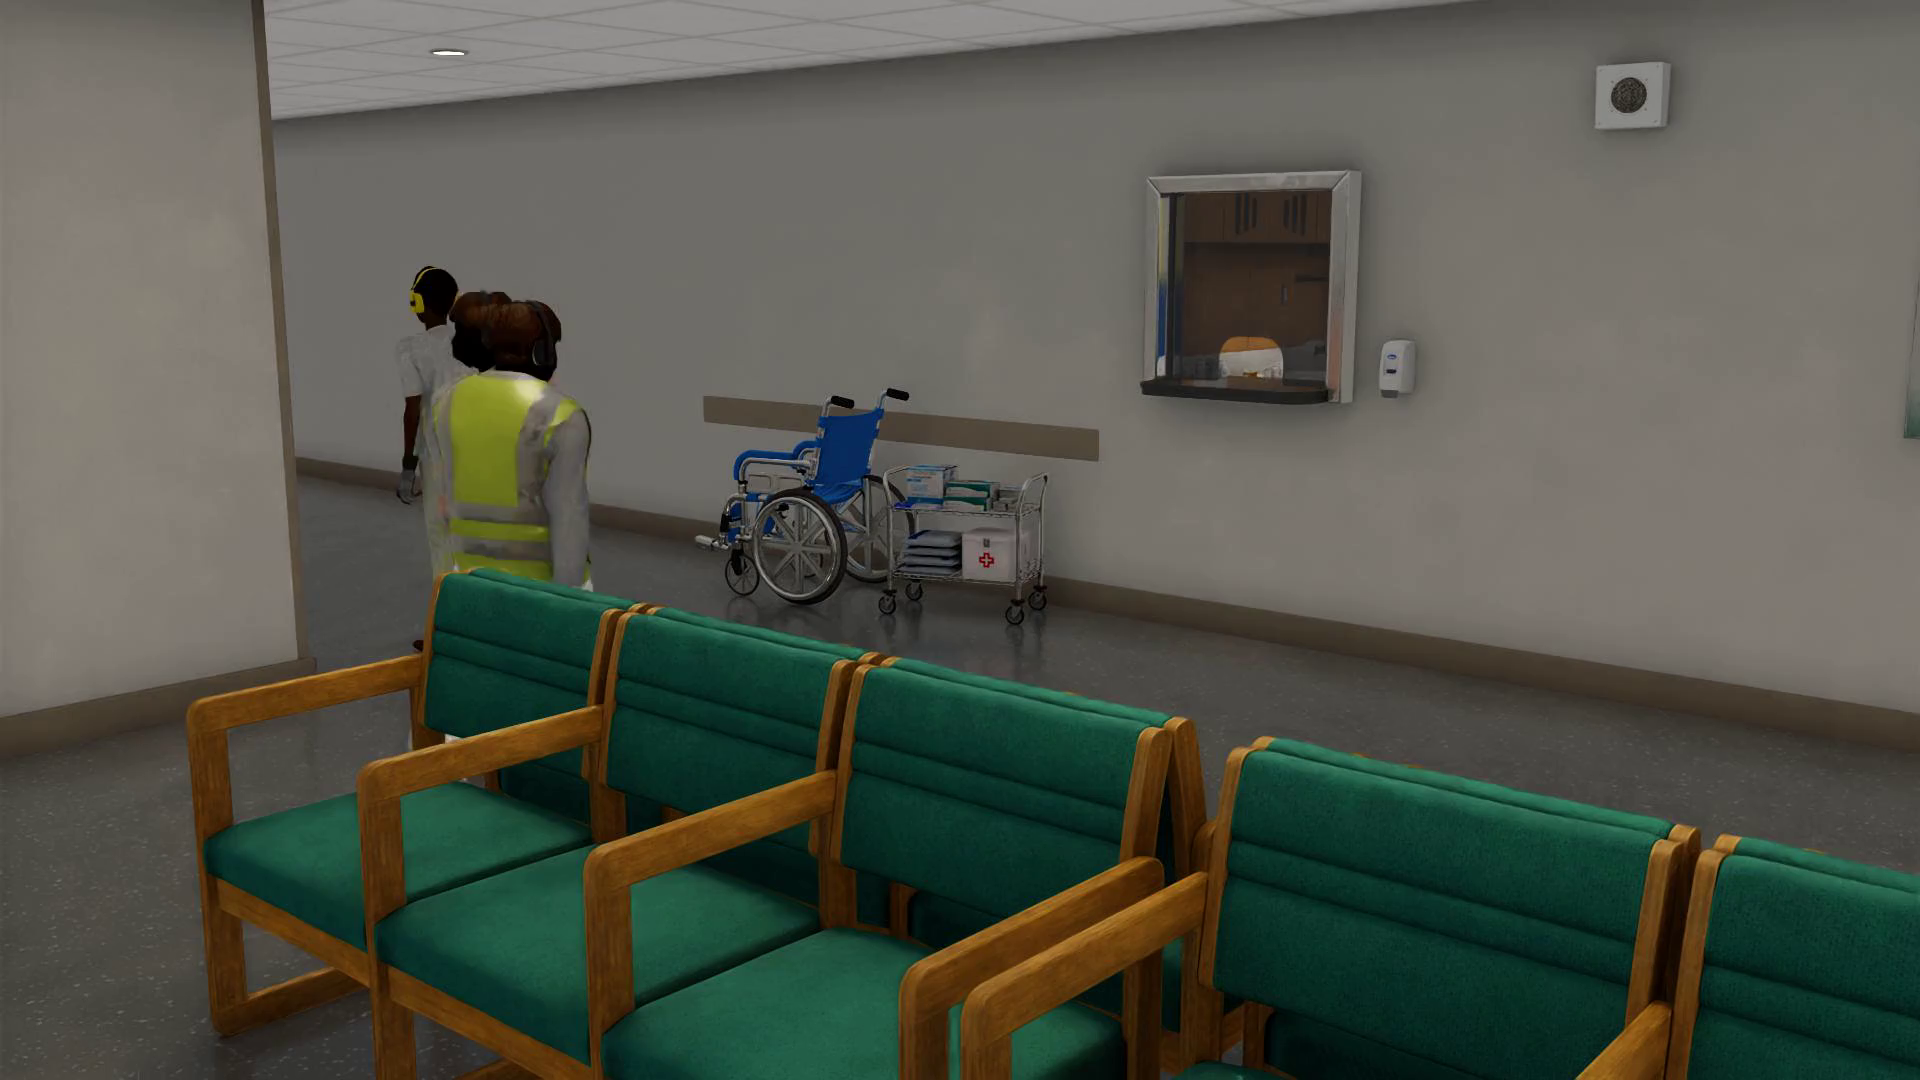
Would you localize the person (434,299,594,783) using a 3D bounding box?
[{"bbox_3d":[-1.472,0.119,5.448,0.617,1.808,0.915,4,11,23],"label":"person"}]

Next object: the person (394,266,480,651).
[{"bbox_3d":[-2.501,-0.379,8.053,0.335,1.873,0.521,8,13,38],"label":"person"}]
